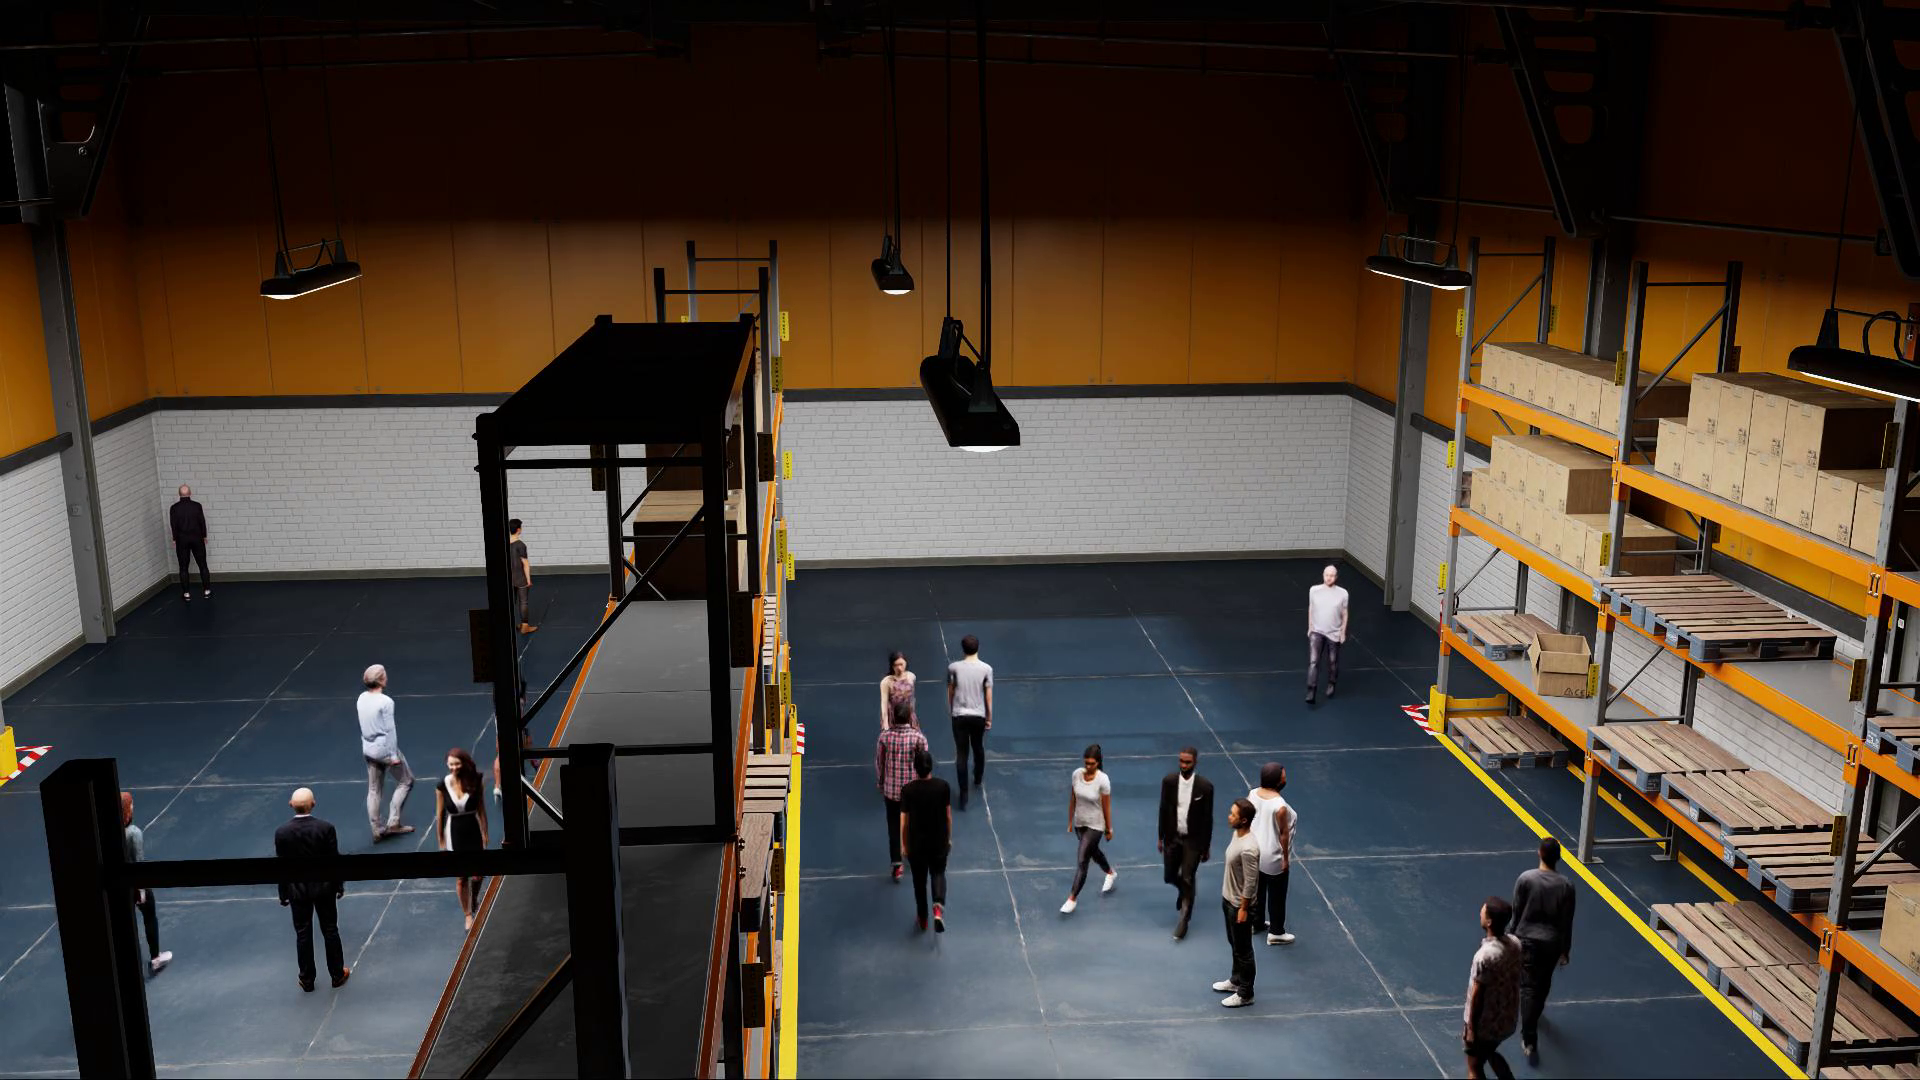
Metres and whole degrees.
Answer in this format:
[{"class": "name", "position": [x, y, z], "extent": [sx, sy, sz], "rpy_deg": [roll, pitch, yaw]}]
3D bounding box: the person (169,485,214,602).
[{"class": "person", "position": [-12.136, 0.028, 26.216], "extent": [0.761, 1.836, 0.728], "rpy_deg": [-7, 15, -28]}]

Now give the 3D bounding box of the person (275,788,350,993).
[{"class": "person", "position": [-5.523, 2.967, 14.157], "extent": [0.716, 1.800, 0.649], "rpy_deg": [-4, 14, -16]}]

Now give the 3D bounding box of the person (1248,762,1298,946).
[{"class": "person", "position": [2.822, 2.808, 15.051], "extent": [0.803, 1.687, 0.681], "rpy_deg": [-7, 15, -27]}]

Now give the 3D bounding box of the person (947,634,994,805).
[{"class": "person", "position": [0.077, 1.991, 18.157], "extent": [0.672, 1.813, 1.157], "rpy_deg": [0, 14, 0]}]

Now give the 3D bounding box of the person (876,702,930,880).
[{"class": "person", "position": [-0.582, 2.479, 16.331], "extent": [0.849, 1.724, 1.135], "rpy_deg": [1, 14, 6]}]

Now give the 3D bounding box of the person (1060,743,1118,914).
[{"class": "person", "position": [1.282, 2.683, 15.759], "extent": [1.075, 1.597, 1.107], "rpy_deg": [13, 19, 42]}]

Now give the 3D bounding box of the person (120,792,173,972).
[{"class": "person", "position": [-7.127, 3.019, 14.112], "extent": [0.637, 1.720, 0.869], "rpy_deg": [1, 14, 2]}]

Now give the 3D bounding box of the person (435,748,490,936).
[{"class": "person", "position": [-4.524, 2.723, 15.196], "extent": [0.661, 1.783, 0.719], "rpy_deg": [-4, 14, -16]}]

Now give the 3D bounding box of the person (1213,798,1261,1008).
[{"class": "person", "position": [2.359, 3.015, 13.932], "extent": [0.725, 1.811, 0.466], "rpy_deg": [-1, 14, -3]}]

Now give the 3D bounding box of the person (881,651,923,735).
[{"class": "person", "position": [-0.679, 2.025, 18.252], "extent": [0.797, 1.702, 1.194], "rpy_deg": [-7, 15, -26]}]

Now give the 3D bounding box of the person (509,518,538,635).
[{"class": "person", "position": [-6.514, 0.523, 24.424], "extent": [0.705, 1.717, 0.704], "rpy_deg": [5, 15, 21]}]

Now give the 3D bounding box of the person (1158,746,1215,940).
[{"class": "person", "position": [2.089, 2.720, 15.203], "extent": [0.905, 1.786, 1.022], "rpy_deg": [6, 15, 24]}]

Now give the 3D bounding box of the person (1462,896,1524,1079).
[{"class": "person", "position": [3.925, 3.470, 12.067], "extent": [0.883, 1.805, 0.955], "rpy_deg": [-10, 17, -36]}]

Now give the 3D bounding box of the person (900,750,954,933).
[{"class": "person", "position": [-0.284, 2.767, 15.081], "extent": [0.666, 1.752, 0.842], "rpy_deg": [-2, 14, -8]}]

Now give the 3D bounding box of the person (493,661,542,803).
[{"class": "person", "position": [-4.955, 2.104, 18.189], "extent": [0.934, 1.578, 1.086], "rpy_deg": [8, 16, 30]}]

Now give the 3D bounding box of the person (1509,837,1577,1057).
[{"class": "person", "position": [4.594, 3.241, 13.199], "extent": [0.905, 1.717, 1.212], "rpy_deg": [4, 14, 17]}]

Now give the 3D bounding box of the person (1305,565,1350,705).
[{"class": "person", "position": [4.763, 1.208, 21.470], "extent": [1.041, 1.776, 1.309], "rpy_deg": [5, 15, 21]}]

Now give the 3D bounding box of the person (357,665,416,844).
[{"class": "person", "position": [-6.007, 2.220, 17.065], "extent": [0.822, 1.882, 0.862], "rpy_deg": [9, 16, 32]}]
